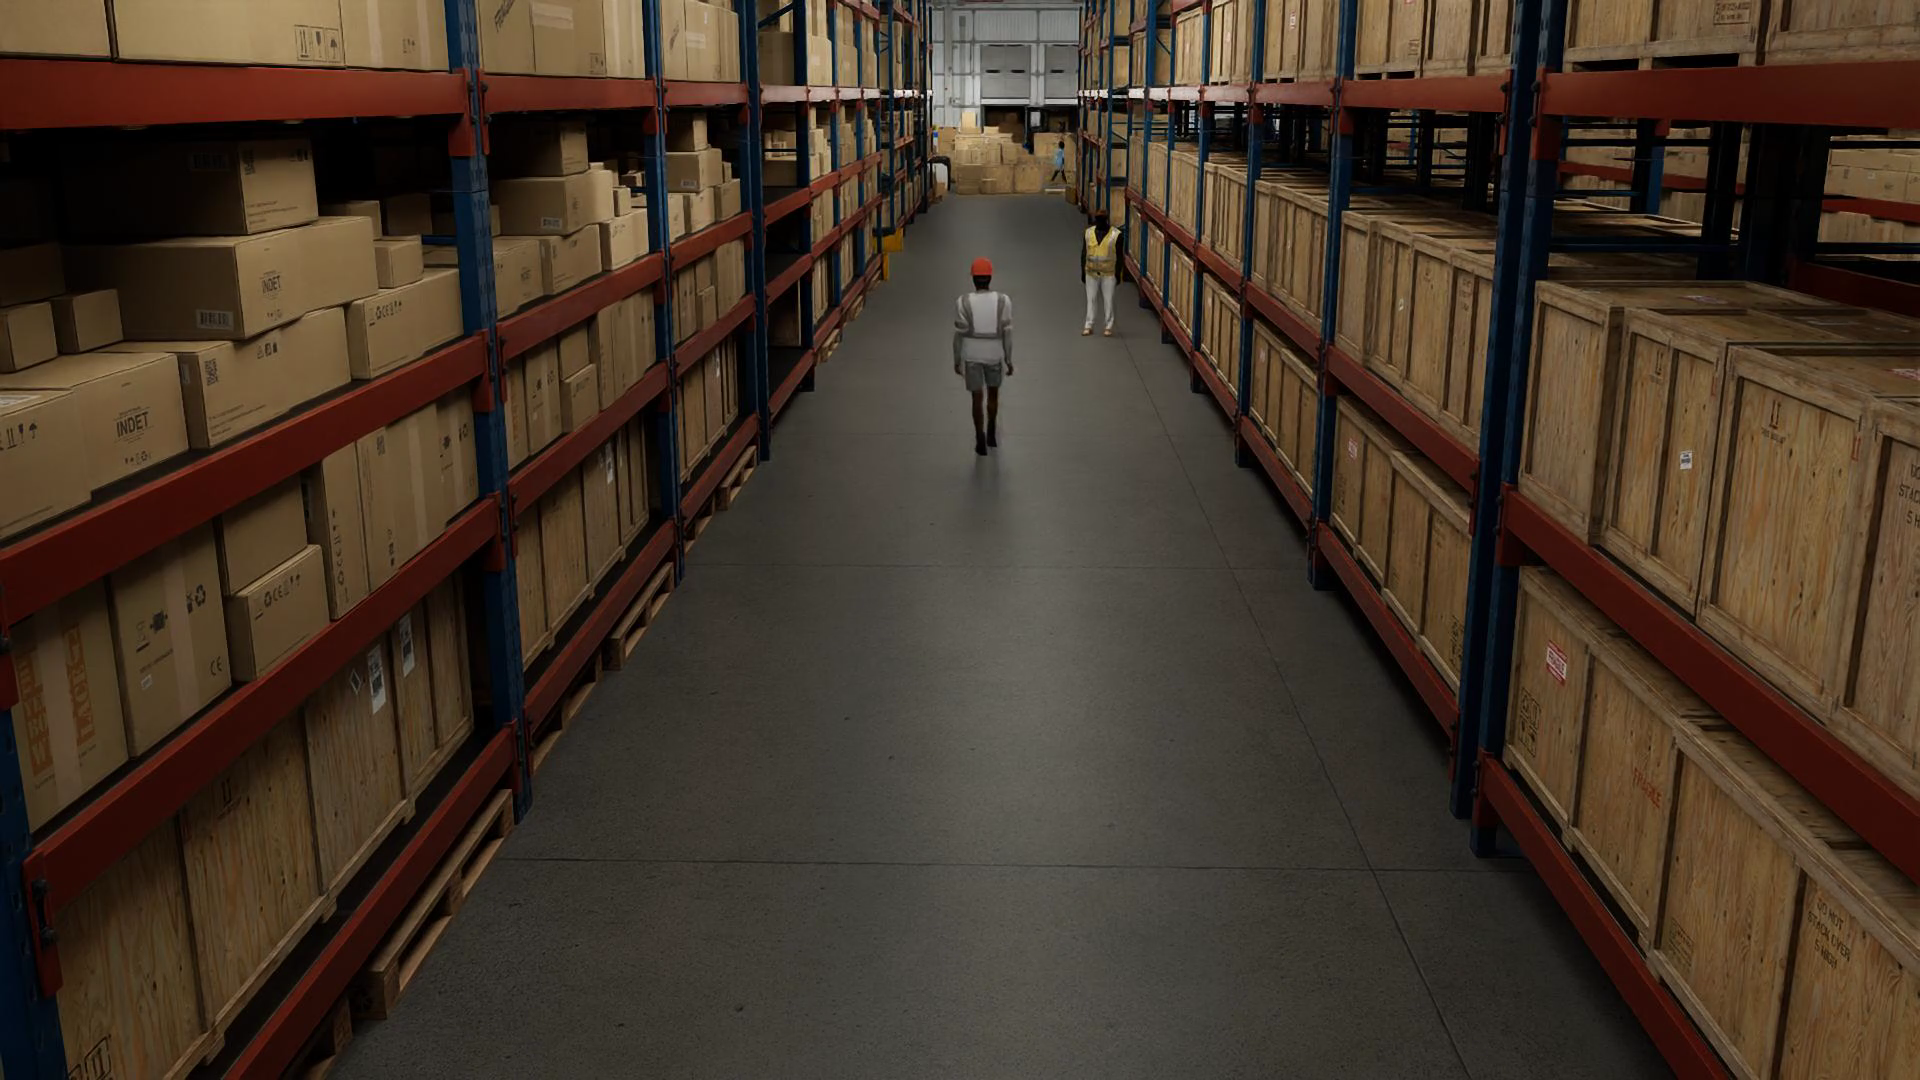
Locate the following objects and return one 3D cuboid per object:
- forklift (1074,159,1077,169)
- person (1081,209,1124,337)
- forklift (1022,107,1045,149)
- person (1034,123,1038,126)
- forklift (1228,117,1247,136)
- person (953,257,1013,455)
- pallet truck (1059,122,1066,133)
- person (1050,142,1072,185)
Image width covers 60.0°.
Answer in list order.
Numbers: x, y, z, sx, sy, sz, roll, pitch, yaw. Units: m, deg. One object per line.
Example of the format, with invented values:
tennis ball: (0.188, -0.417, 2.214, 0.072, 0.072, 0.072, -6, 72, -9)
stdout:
forklift: (5.236, -14.414, 61.421, 1.873, 2.768, 1.129, 12, 19, 38)
person: (2.049, -3.882, 24.204, 0.619, 1.845, 0.430, 5, 16, 19)
forklift: (3.646, -19.579, 80.638, 1.129, 2.768, 1.873, -8, 17, -26)
person: (4.010, -20.952, 87.577, 0.586, 1.919, 0.399, 6, 16, 21)
forklift: (7.810, -10.233, 45.866, 1.129, 2.768, 1.873, 0, 15, 2)
person: (0.216, -1.825, 16.403, 0.581, 1.914, 0.681, -1, 15, -5)
pallet truck: (5.788, -21.111, 88.014, 1.885, 1.965, 0.823, 5, 16, 18)
person: (3.891, -14.556, 64.289, 0.884, 1.643, 0.546, -2, 15, -6)
